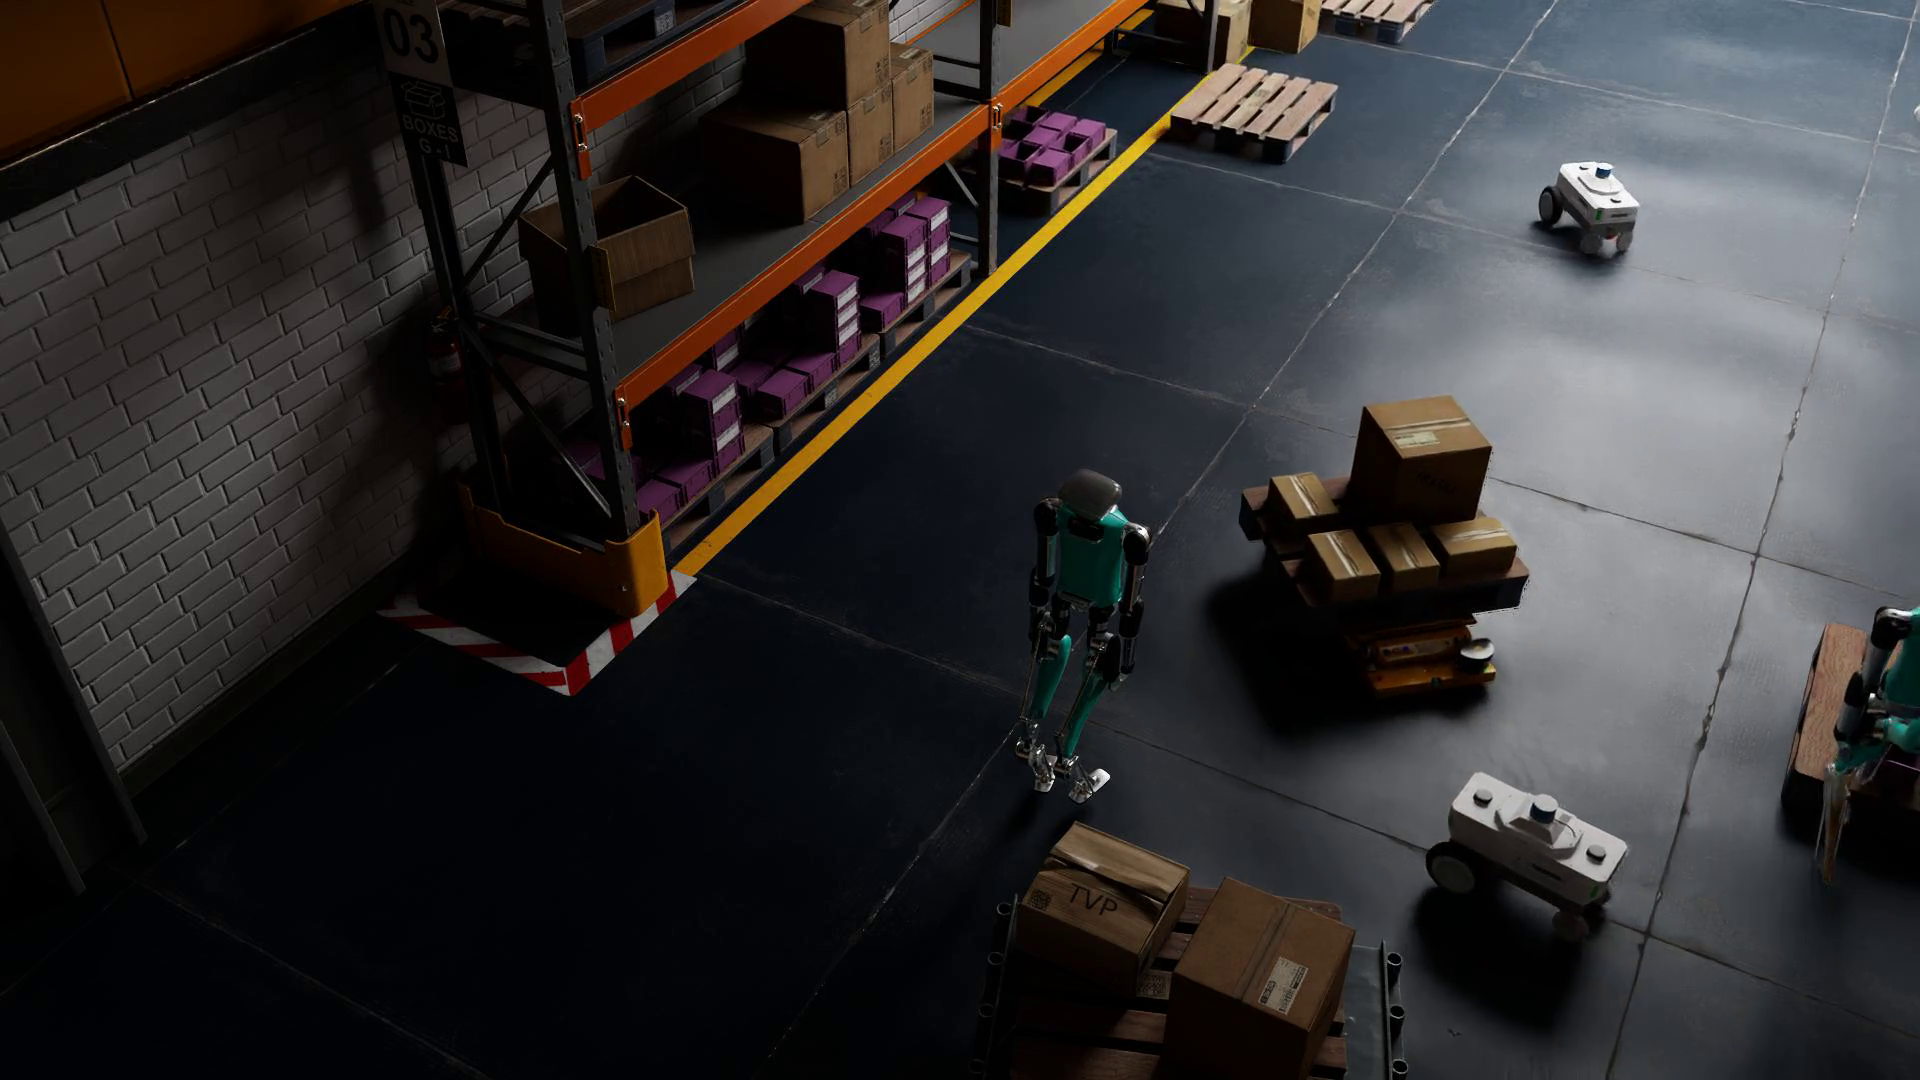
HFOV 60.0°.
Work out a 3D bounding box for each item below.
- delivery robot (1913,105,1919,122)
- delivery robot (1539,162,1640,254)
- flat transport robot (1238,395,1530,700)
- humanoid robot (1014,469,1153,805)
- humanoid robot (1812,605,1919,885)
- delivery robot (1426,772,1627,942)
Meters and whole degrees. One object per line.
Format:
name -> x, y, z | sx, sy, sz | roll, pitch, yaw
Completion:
delivery robot -> 8.218, -3.571, 13.458 | 0.802, 0.598, 0.499 | 0, 39, 1
delivery robot -> 4.592, -2.449, 12.040 | 0.504, 0.579, 0.751 | -5, 39, -6
flat transport robot -> 2.244, 0.267, 8.886 | 0.659, 0.231, 1.431 | -8, 39, -10
humanoid robot -> 0.449, 0.537, 7.265 | 0.533, 1.677, 0.735 | 19, 42, 22
humanoid robot -> 4.020, 0.692, 7.211 | 0.563, 1.795, 0.871 | 10, 40, 12
delivery robot -> 2.497, 1.347, 7.297 | 0.775, 0.583, 0.499 | 26, 46, 29
